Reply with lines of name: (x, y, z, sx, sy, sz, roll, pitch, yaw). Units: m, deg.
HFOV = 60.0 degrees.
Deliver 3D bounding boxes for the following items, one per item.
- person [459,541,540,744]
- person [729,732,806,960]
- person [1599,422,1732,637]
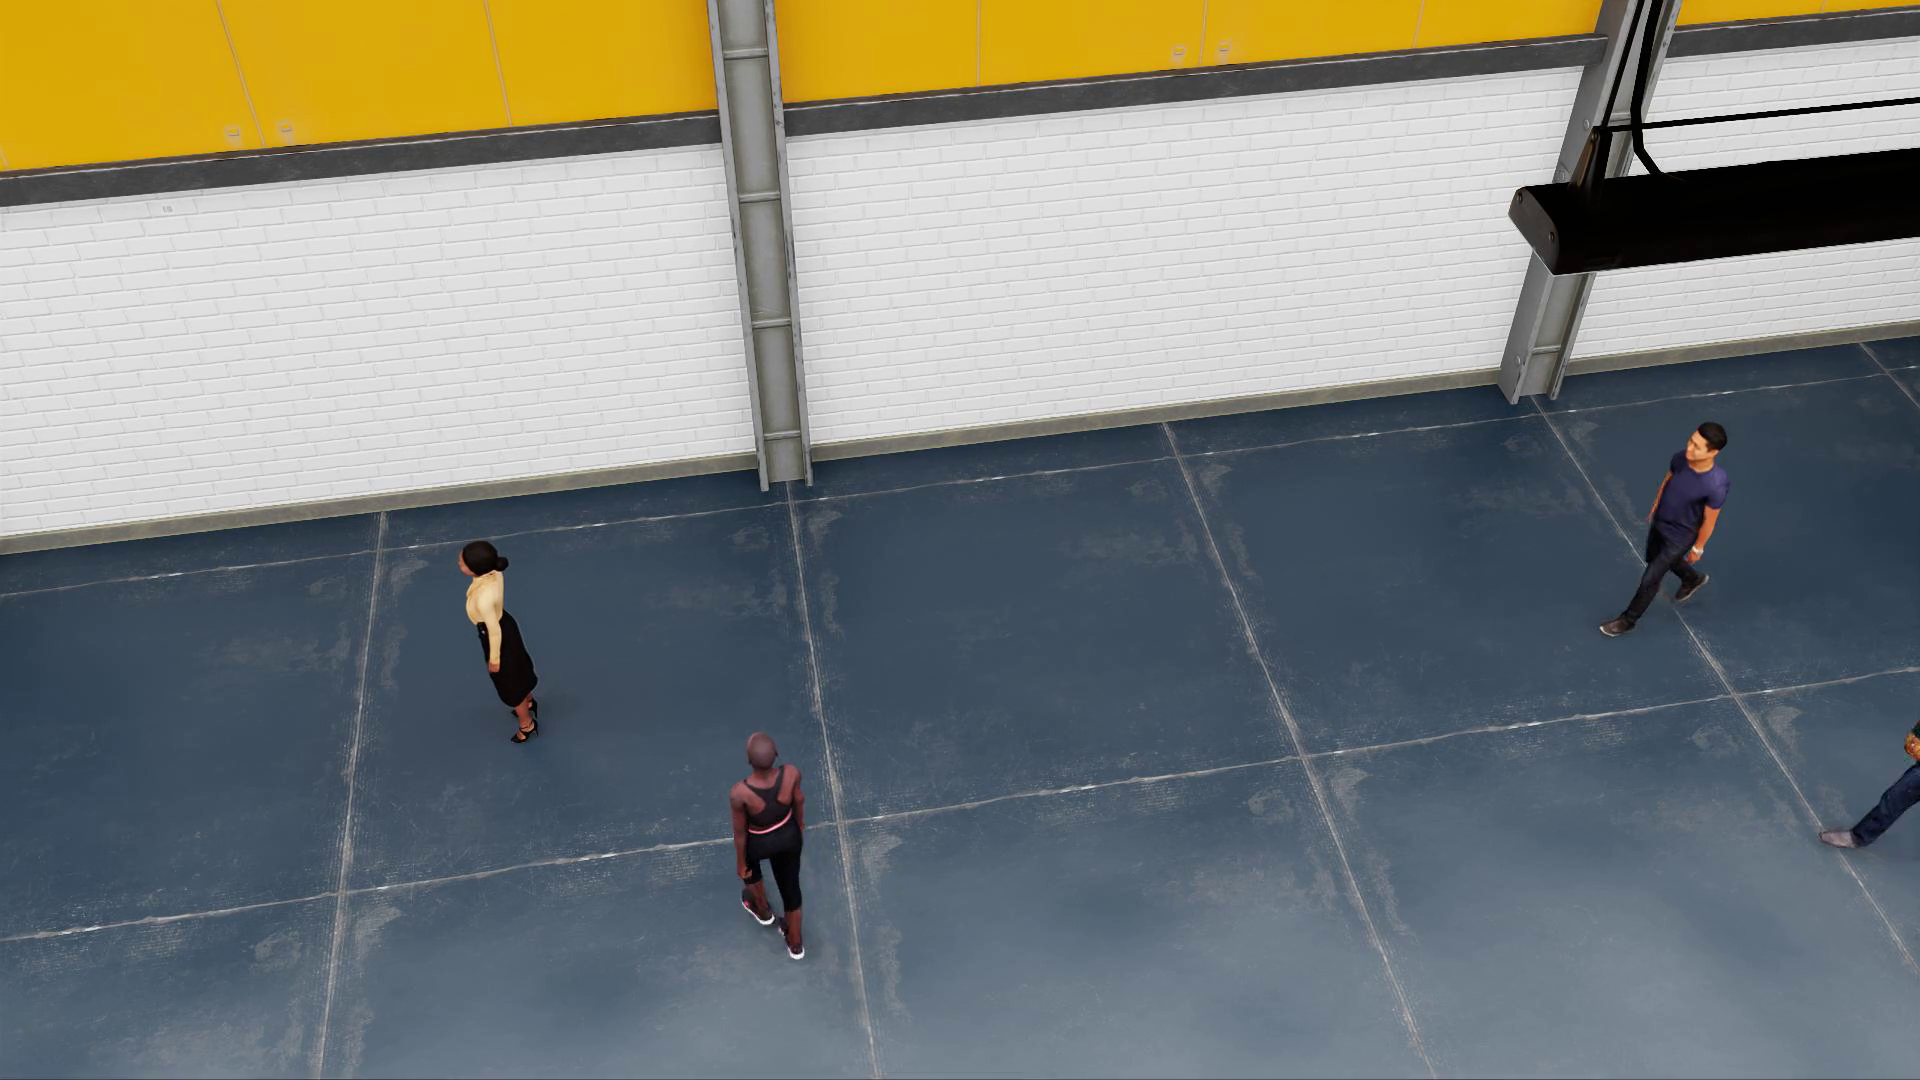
person: (-2.850, 0.627, 10.302, 0.536, 1.653, 0.582, -5, 44, -5)
person: (-0.996, 1.729, 9.082, 0.808, 1.741, 0.794, -19, 47, -19)
person: (4.796, -0.084, 10.965, 1.078, 1.769, 0.719, -12, 45, -12)
